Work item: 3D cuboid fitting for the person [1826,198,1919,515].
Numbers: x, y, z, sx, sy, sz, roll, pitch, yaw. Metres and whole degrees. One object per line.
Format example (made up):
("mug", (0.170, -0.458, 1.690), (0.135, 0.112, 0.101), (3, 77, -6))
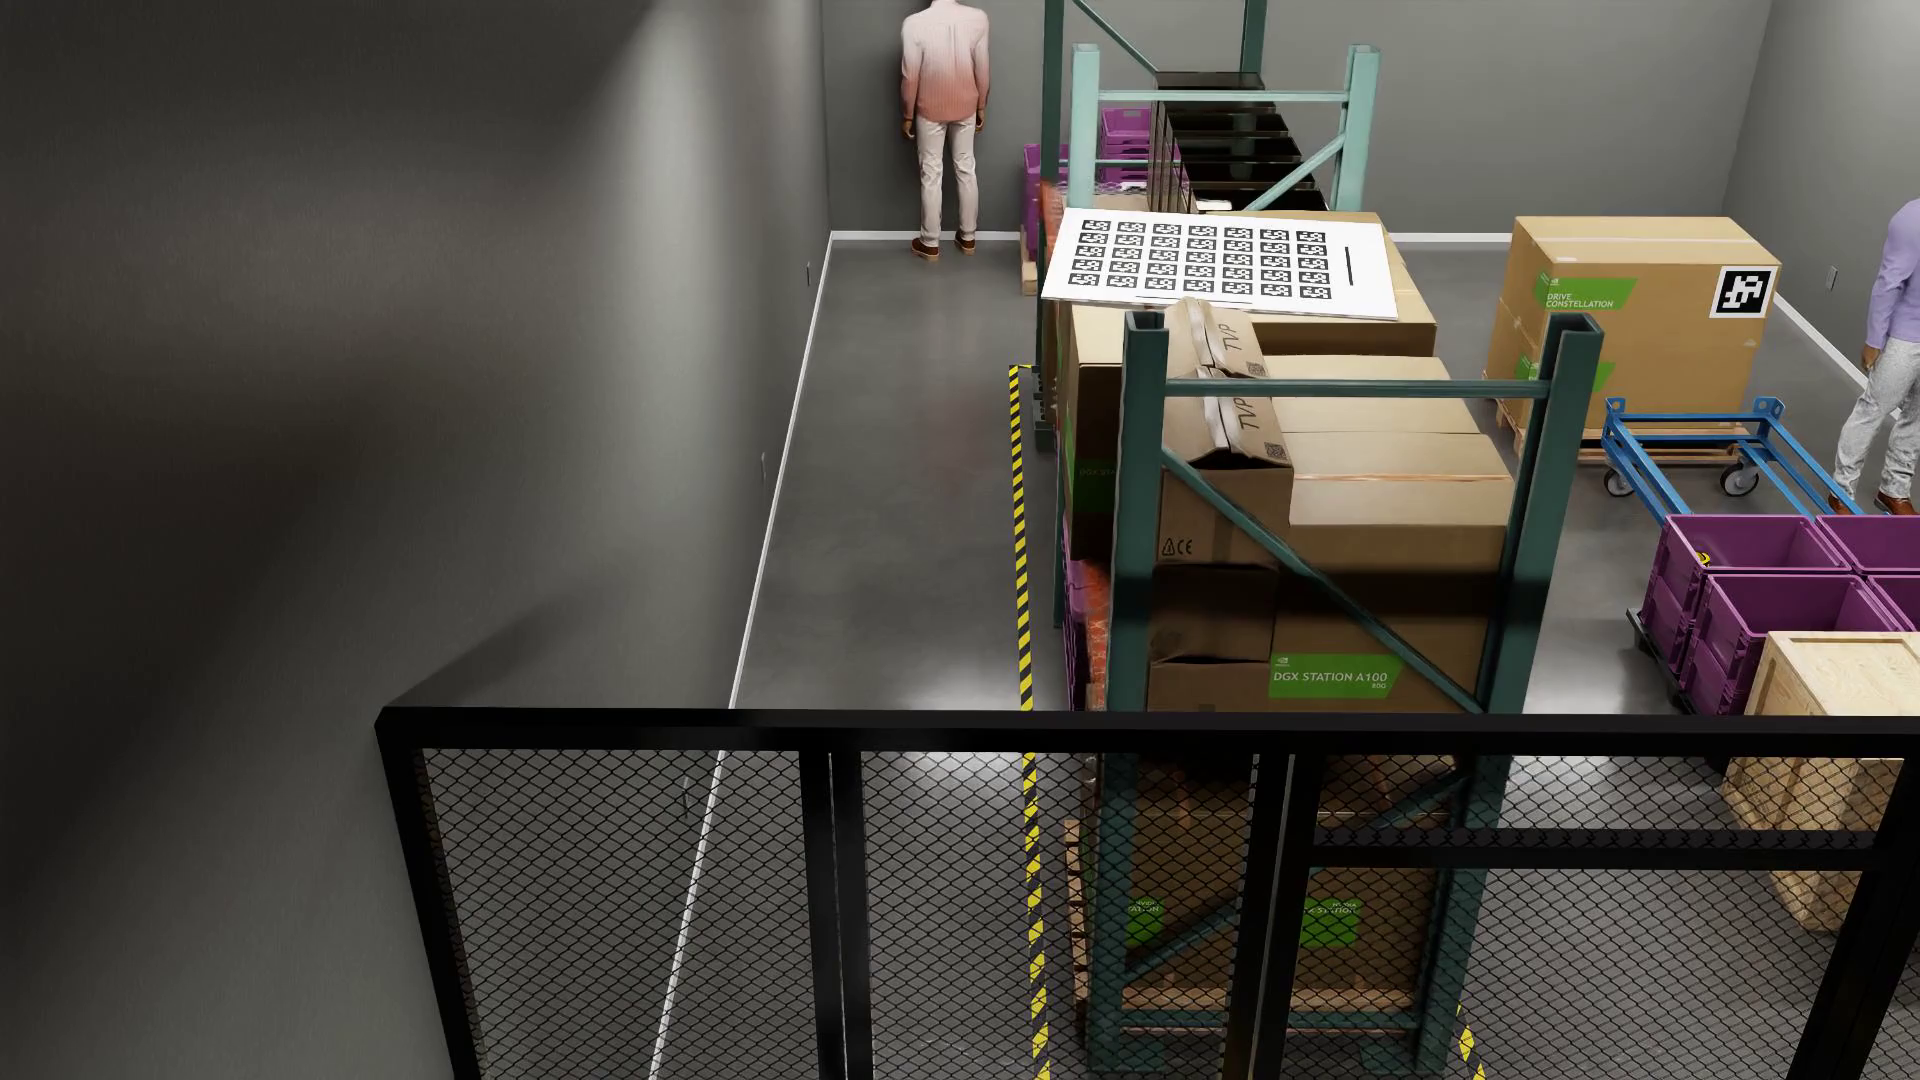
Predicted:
("person", (4.535, -0.944, 7.784), (0.628, 1.940, 0.373), (-1, 31, -1))

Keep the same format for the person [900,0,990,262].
("person", (-0.103, -2.813, 10.834), (0.613, 1.994, 0.382), (-12, 33, -20))
